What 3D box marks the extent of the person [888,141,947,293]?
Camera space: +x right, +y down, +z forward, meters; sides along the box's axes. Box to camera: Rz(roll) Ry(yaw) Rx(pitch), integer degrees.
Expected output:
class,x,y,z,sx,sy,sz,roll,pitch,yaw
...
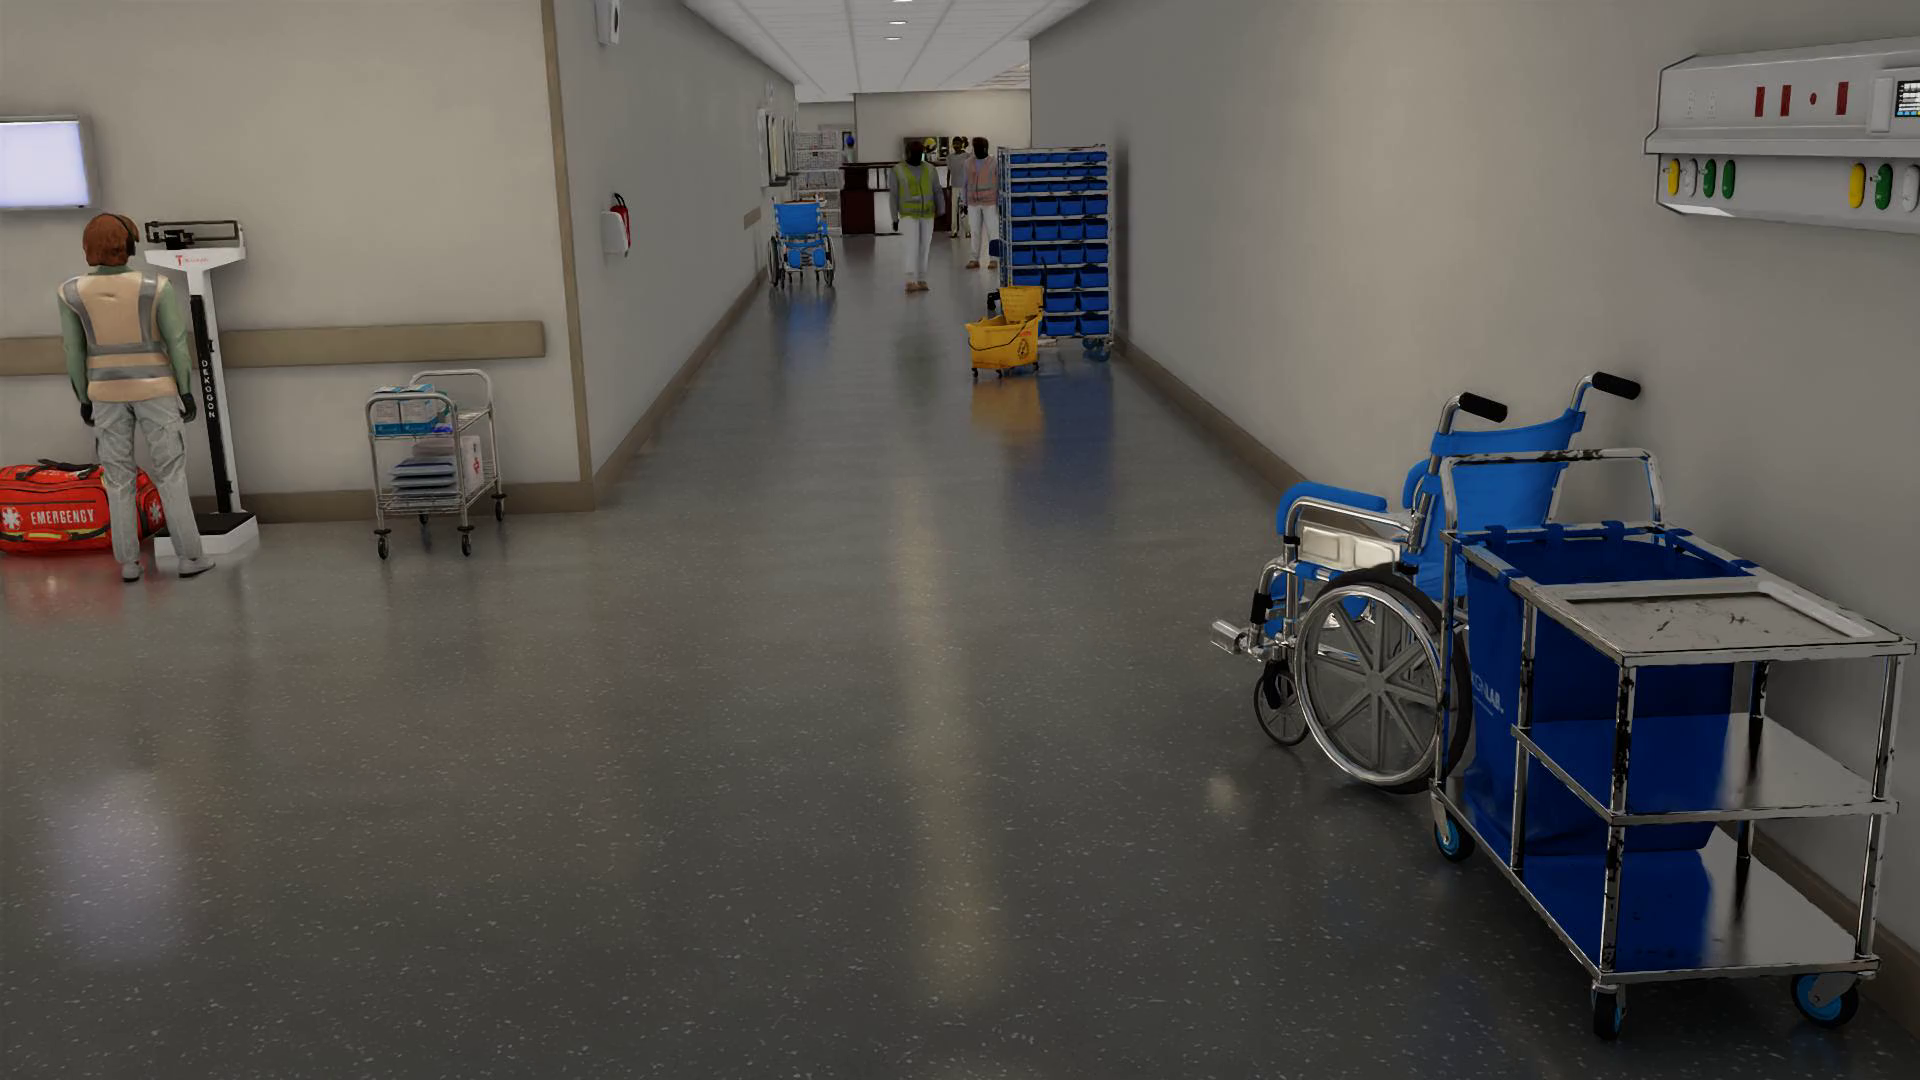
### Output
class,x,y,z,sx,sy,sz,roll,pitch,yaw
person,-0.477,-3.937,20.289,0.638,1.814,0.671,-7,15,-22

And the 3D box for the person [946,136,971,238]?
class,x,y,z,sx,sy,sz,roll,pitch,yaw
person,-0.006,-6.507,30.721,0.505,1.861,0.330,2,14,14

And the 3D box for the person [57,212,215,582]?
class,x,y,z,sx,sy,sz,roll,pitch,yaw
person,-3.678,-0.624,7.416,0.513,1.642,0.311,-4,14,-9

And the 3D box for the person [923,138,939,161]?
class,x,y,z,sx,sy,sz,roll,pitch,yaw
person,-0.677,-8.553,39.253,0.404,1.828,0.602,-3,14,-8

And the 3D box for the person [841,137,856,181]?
class,x,y,z,sx,sy,sz,roll,pitch,yaw
person,-2.959,-10.067,45.592,0.610,1.895,1.021,-4,14,-9

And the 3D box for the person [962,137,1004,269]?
class,x,y,z,sx,sy,sz,roll,pitch,yaw
person,0.320,-4.765,23.551,0.633,1.839,0.429,4,15,23

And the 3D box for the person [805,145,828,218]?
class,x,y,z,sx,sy,sz,roll,pitch,yaw
person,-3.479,-8.694,40.349,0.563,1.742,0.361,-3,14,-4
